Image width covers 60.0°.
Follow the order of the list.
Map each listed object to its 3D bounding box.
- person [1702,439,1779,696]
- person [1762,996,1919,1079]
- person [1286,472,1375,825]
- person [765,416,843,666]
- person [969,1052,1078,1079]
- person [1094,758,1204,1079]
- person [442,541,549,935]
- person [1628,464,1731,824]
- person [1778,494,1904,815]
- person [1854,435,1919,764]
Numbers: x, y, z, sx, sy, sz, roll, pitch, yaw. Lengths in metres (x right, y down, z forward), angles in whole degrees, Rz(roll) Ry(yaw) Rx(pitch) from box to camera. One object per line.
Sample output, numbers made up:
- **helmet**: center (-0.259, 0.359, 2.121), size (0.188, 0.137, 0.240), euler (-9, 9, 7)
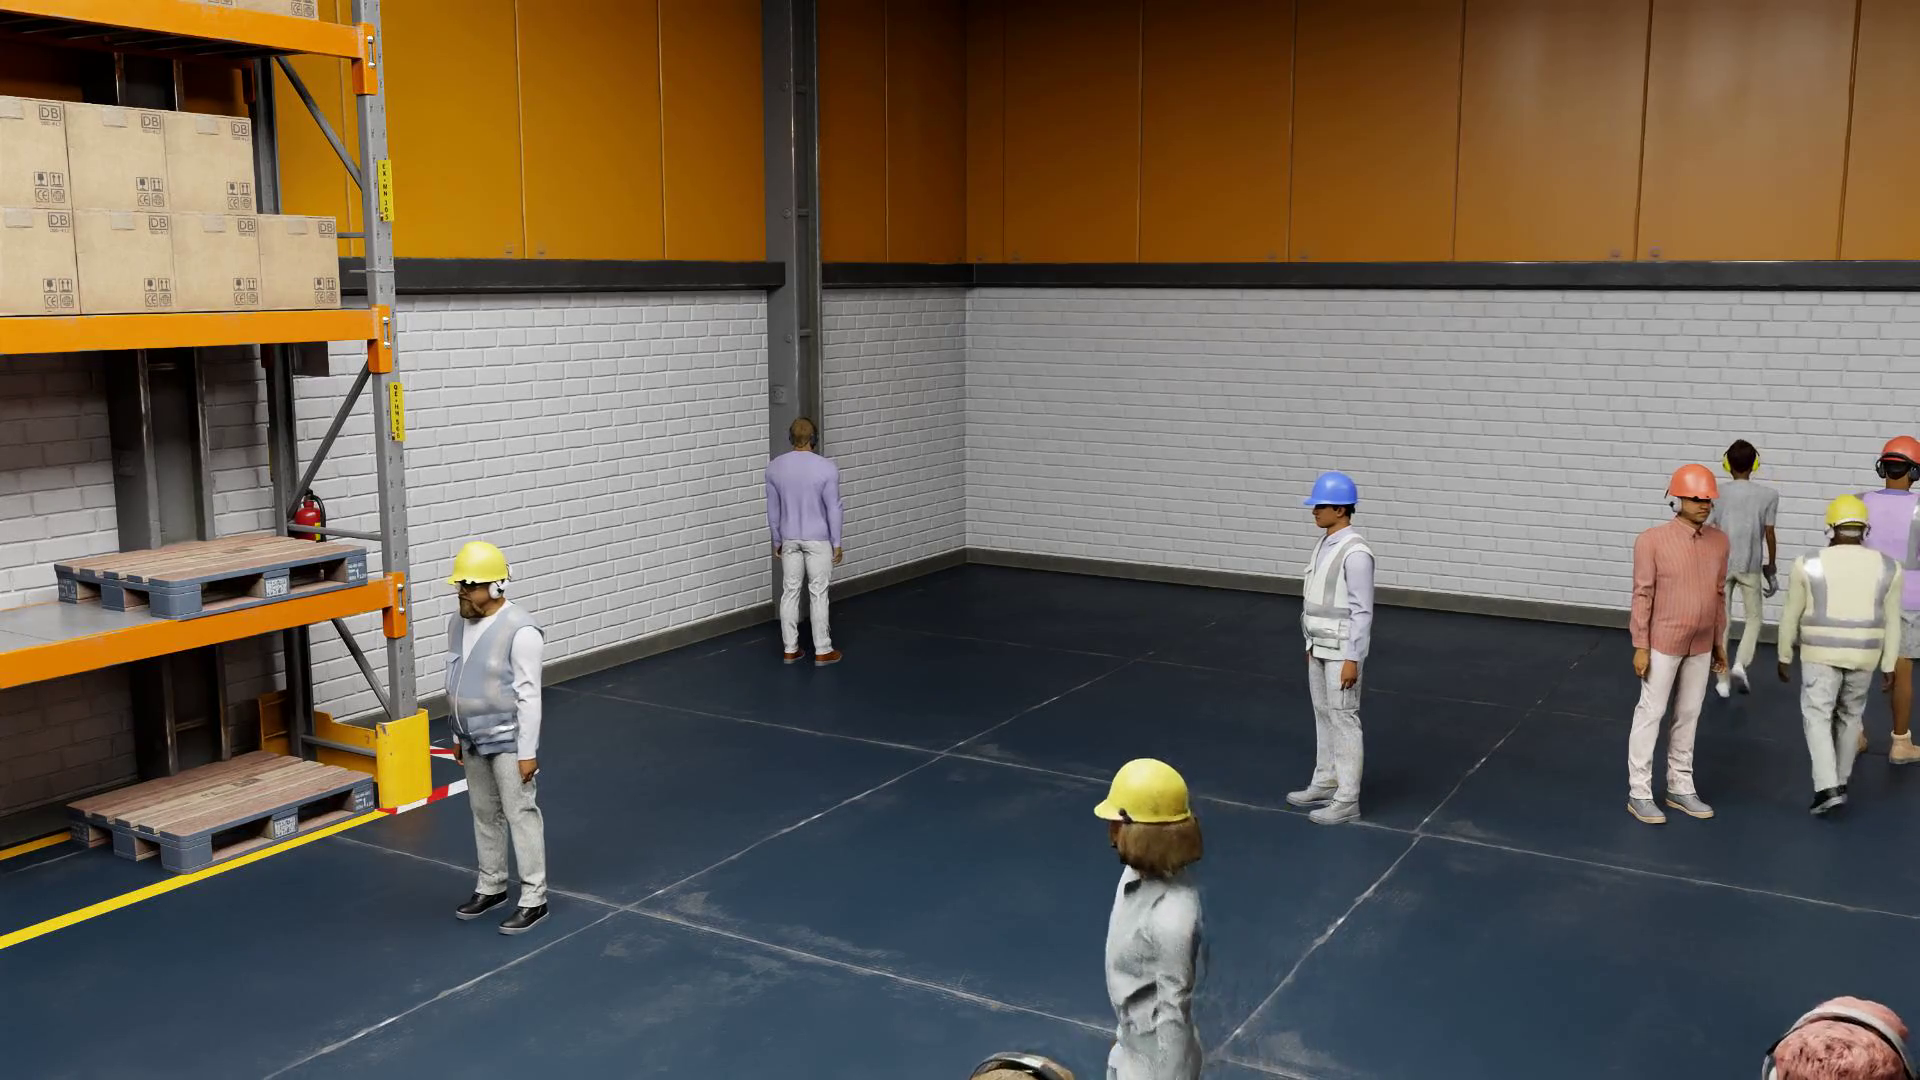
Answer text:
- **person**: center (5.528, 0.214, 11.846), size (0.561, 1.855, 0.435), euler (5, 10, 27)
- **person**: center (1.364, 1.663, 2.700), size (0.635, 1.899, 0.398), euler (7, 11, 37)
- **person**: center (2.070, 0.591, 9.220), size (0.392, 1.946, 0.616), euler (-2, 9, -9)
- **person**: center (-1.191, 0.010, 12.874), size (0.632, 1.940, 0.372), euler (3, 10, 19)
- **person**: center (0.166, 1.669, 2.662), size (0.636, 1.907, 0.891), euler (6, 11, 32)
- **person**: center (0.575, 1.435, 4.612), size (0.553, 1.729, 0.496), euler (0, 9, -2)
- **person**: center (-2.155, 0.902, 7.686), size (0.591, 1.823, 0.405), euler (7, 11, 36)
- **person**: center (3.991, 0.568, 9.218), size (0.609, 1.995, 0.378), euler (-3, 10, -17)
- **person**: center (4.957, 0.649, 9.372), size (0.611, 1.806, 0.773), euler (2, 9, 14)
- **person**: center (5.782, 0.368, 10.339), size (0.382, 2.038, 0.606), euler (-9, 12, -43)
